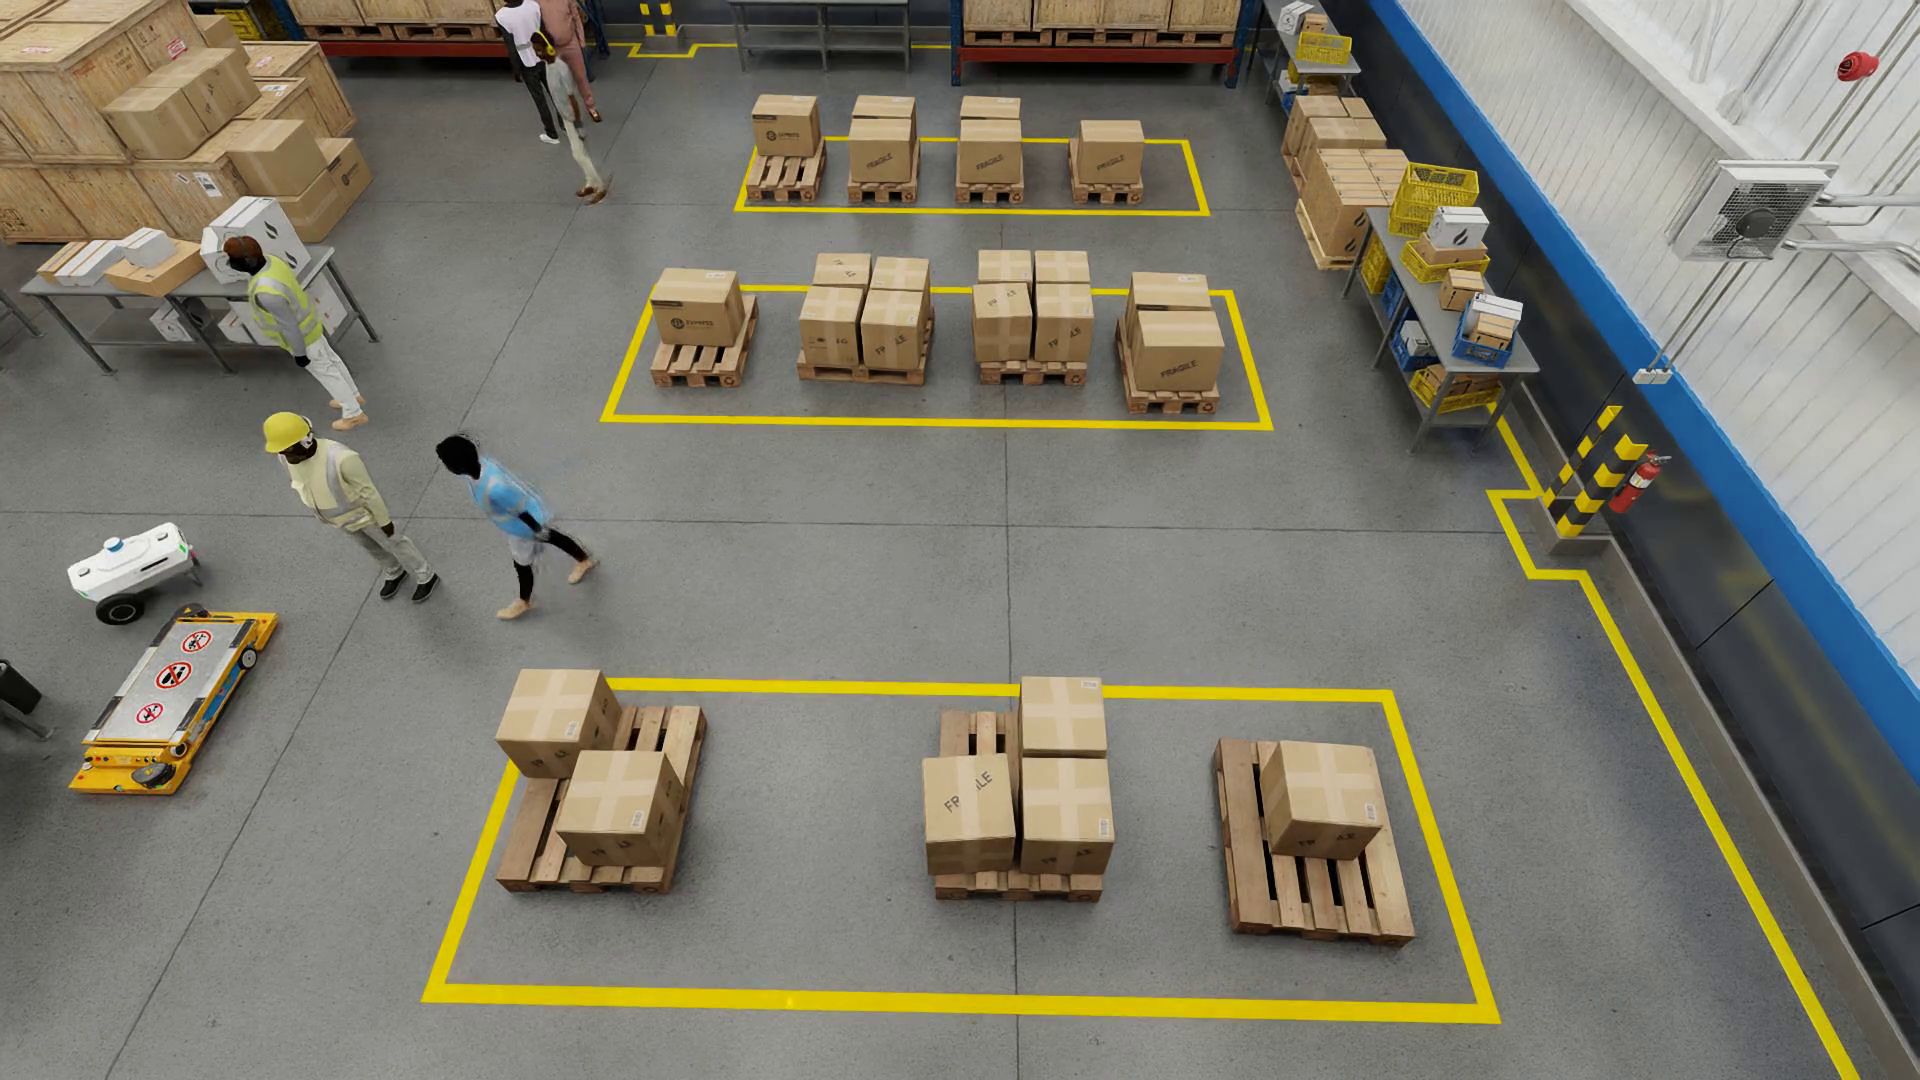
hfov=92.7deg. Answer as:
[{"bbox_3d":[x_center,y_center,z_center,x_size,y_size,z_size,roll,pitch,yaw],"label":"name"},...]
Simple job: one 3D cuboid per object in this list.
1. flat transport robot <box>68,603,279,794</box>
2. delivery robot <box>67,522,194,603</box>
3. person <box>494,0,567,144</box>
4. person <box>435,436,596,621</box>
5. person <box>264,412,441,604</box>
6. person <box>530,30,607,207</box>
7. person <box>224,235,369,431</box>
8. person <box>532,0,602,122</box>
[{"bbox_3d":[-5.504,1.072,6.442,0.652,0.197,1.431,1,50,1],"label":"flat transport robot"},{"bbox_3d":[-6.279,0.171,6.960,0.707,0.478,0.477,-35,58,-26],"label":"delivery robot"},{"bbox_3d":[-5.235,-5.876,11.250,0.377,1.917,0.599,29,56,22],"label":"person"},{"bbox_3d":[-3.224,-0.121,6.553,0.883,1.636,0.539,-31,56,-23],"label":"person"},{"bbox_3d":[-4.328,-0.207,6.516,0.595,1.826,0.403,10,51,8],"label":"person"},{"bbox_3d":[-4.429,-4.740,10.333,0.371,1.858,0.521,-31,56,-23],"label":"person"},{"bbox_3d":[-5.638,-1.752,7.808,0.429,1.847,0.627,-20,53,-16],"label":"person"},{"bbox_3d":[-5.026,-6.232,11.558,0.636,1.911,0.406,-18,52,-15],"label":"person"}]
